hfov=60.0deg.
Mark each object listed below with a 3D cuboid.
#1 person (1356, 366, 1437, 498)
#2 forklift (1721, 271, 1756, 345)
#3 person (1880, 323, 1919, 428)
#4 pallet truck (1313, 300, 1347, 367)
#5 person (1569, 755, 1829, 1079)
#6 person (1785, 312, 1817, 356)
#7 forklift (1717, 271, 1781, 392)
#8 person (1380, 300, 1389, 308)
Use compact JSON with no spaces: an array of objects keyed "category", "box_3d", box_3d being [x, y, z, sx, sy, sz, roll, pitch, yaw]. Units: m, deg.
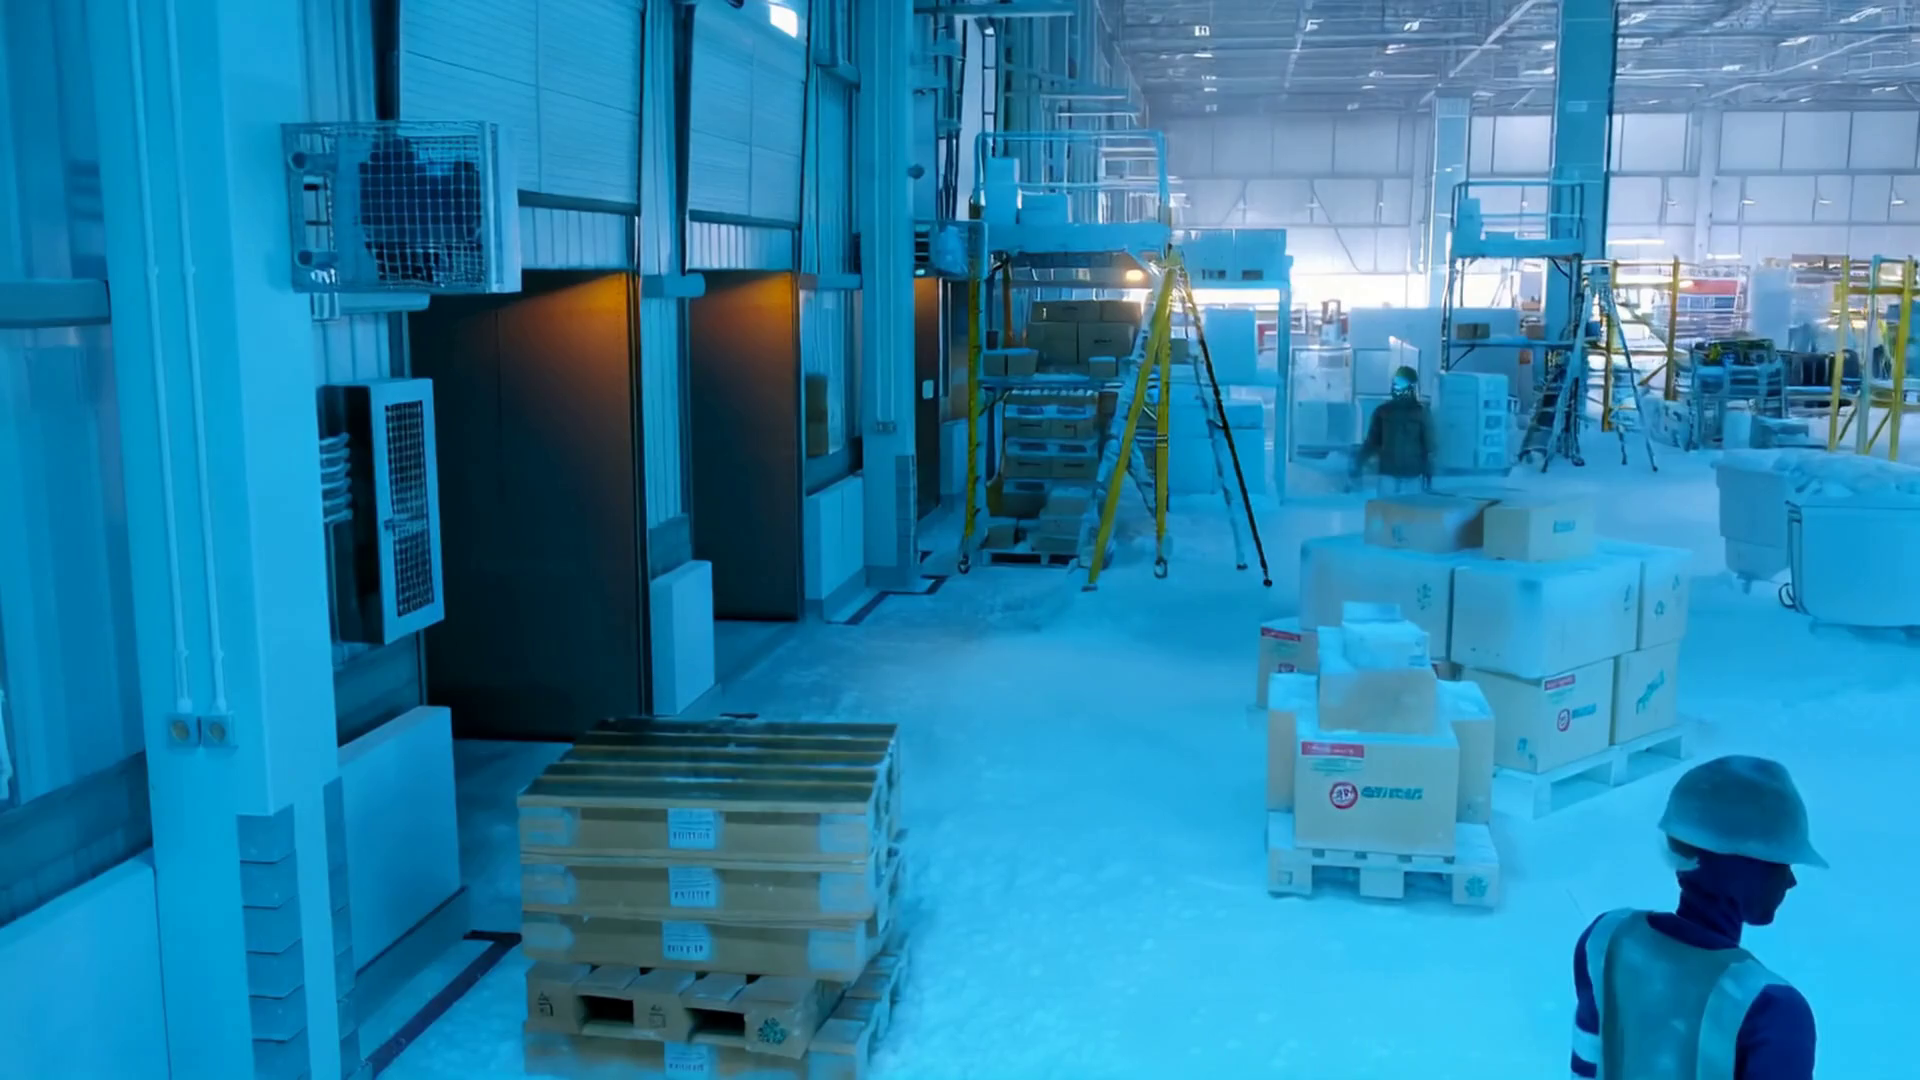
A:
[{"category":"person","box_3d":[4.055,-0.629,15.464,0.714,1.974,0.443,-1,9,-7]},{"category":"forklift","box_3d":[23.139,-6.357,47.974,1.873,2.768,1.129,0,9,3]},{"category":"person","box_3d":[16.960,-2.961,30.057,0.635,1.901,0.950,6,11,33]},{"category":"pallet truck","box_3d":[11.159,-6.200,49.718,0.823,1.965,1.885,4,10,26]},{"category":"person","box_3d":[1.440,1.366,3.262,0.376,1.932,0.543,-4,10,-21]},{"category":"person","box_3d":[18.889,-4.183,37.562,0.661,1.902,0.926,-2,9,-11]},{"category":"forklift","box_3d":[18.616,-4.835,38.584,1.873,2.768,1.129,1,9,9]},{"category":"person","box_3d":[13.444,-6.674,52.879,0.684,1.915,0.581,-6,11,-31]}]
